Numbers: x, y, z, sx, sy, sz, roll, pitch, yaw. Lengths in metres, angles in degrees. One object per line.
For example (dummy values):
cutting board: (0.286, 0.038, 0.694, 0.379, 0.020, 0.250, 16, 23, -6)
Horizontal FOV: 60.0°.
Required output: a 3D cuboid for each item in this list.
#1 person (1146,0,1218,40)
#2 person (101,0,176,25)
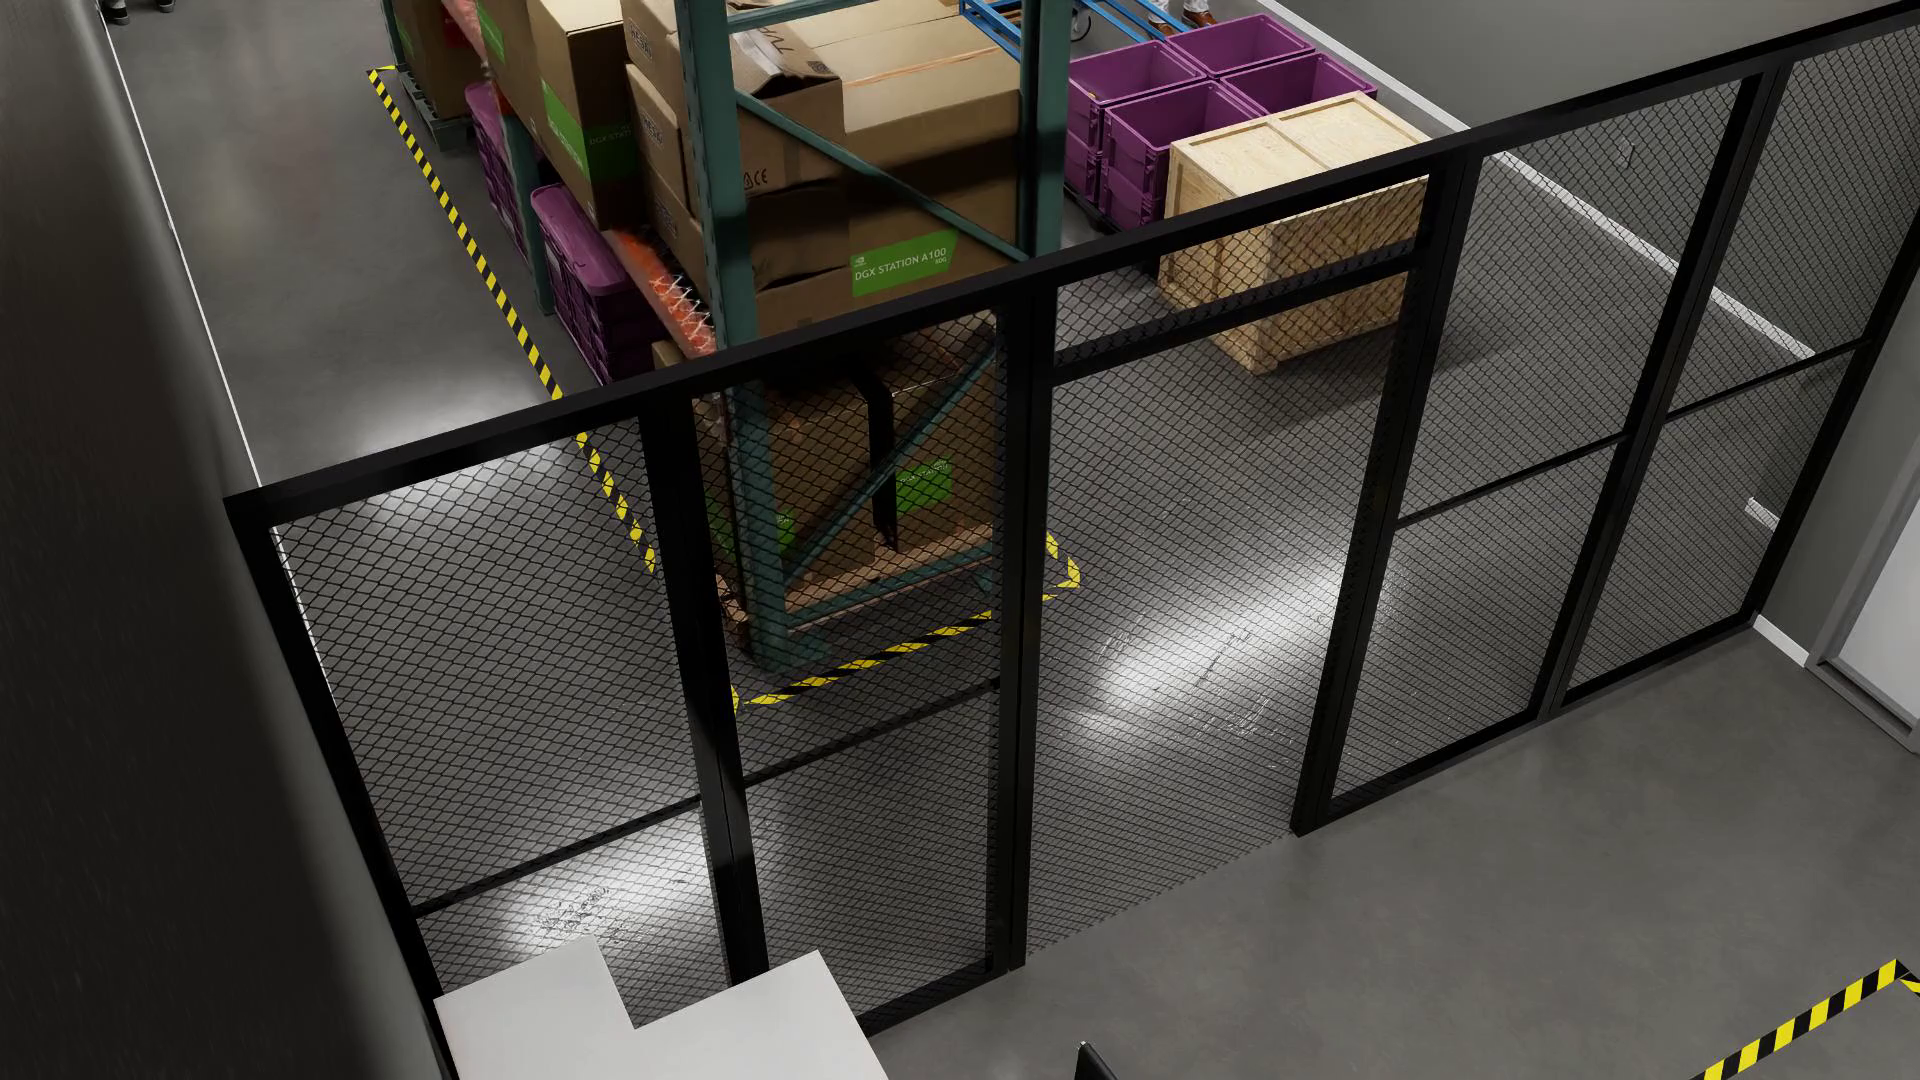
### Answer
person: (1.273, -3.621, 8.909, 0.635, 1.934, 0.359, -22, 47, -22)
person: (-4.827, -3.776, 9.162, 0.598, 1.818, 0.403, -26, 48, -26)
